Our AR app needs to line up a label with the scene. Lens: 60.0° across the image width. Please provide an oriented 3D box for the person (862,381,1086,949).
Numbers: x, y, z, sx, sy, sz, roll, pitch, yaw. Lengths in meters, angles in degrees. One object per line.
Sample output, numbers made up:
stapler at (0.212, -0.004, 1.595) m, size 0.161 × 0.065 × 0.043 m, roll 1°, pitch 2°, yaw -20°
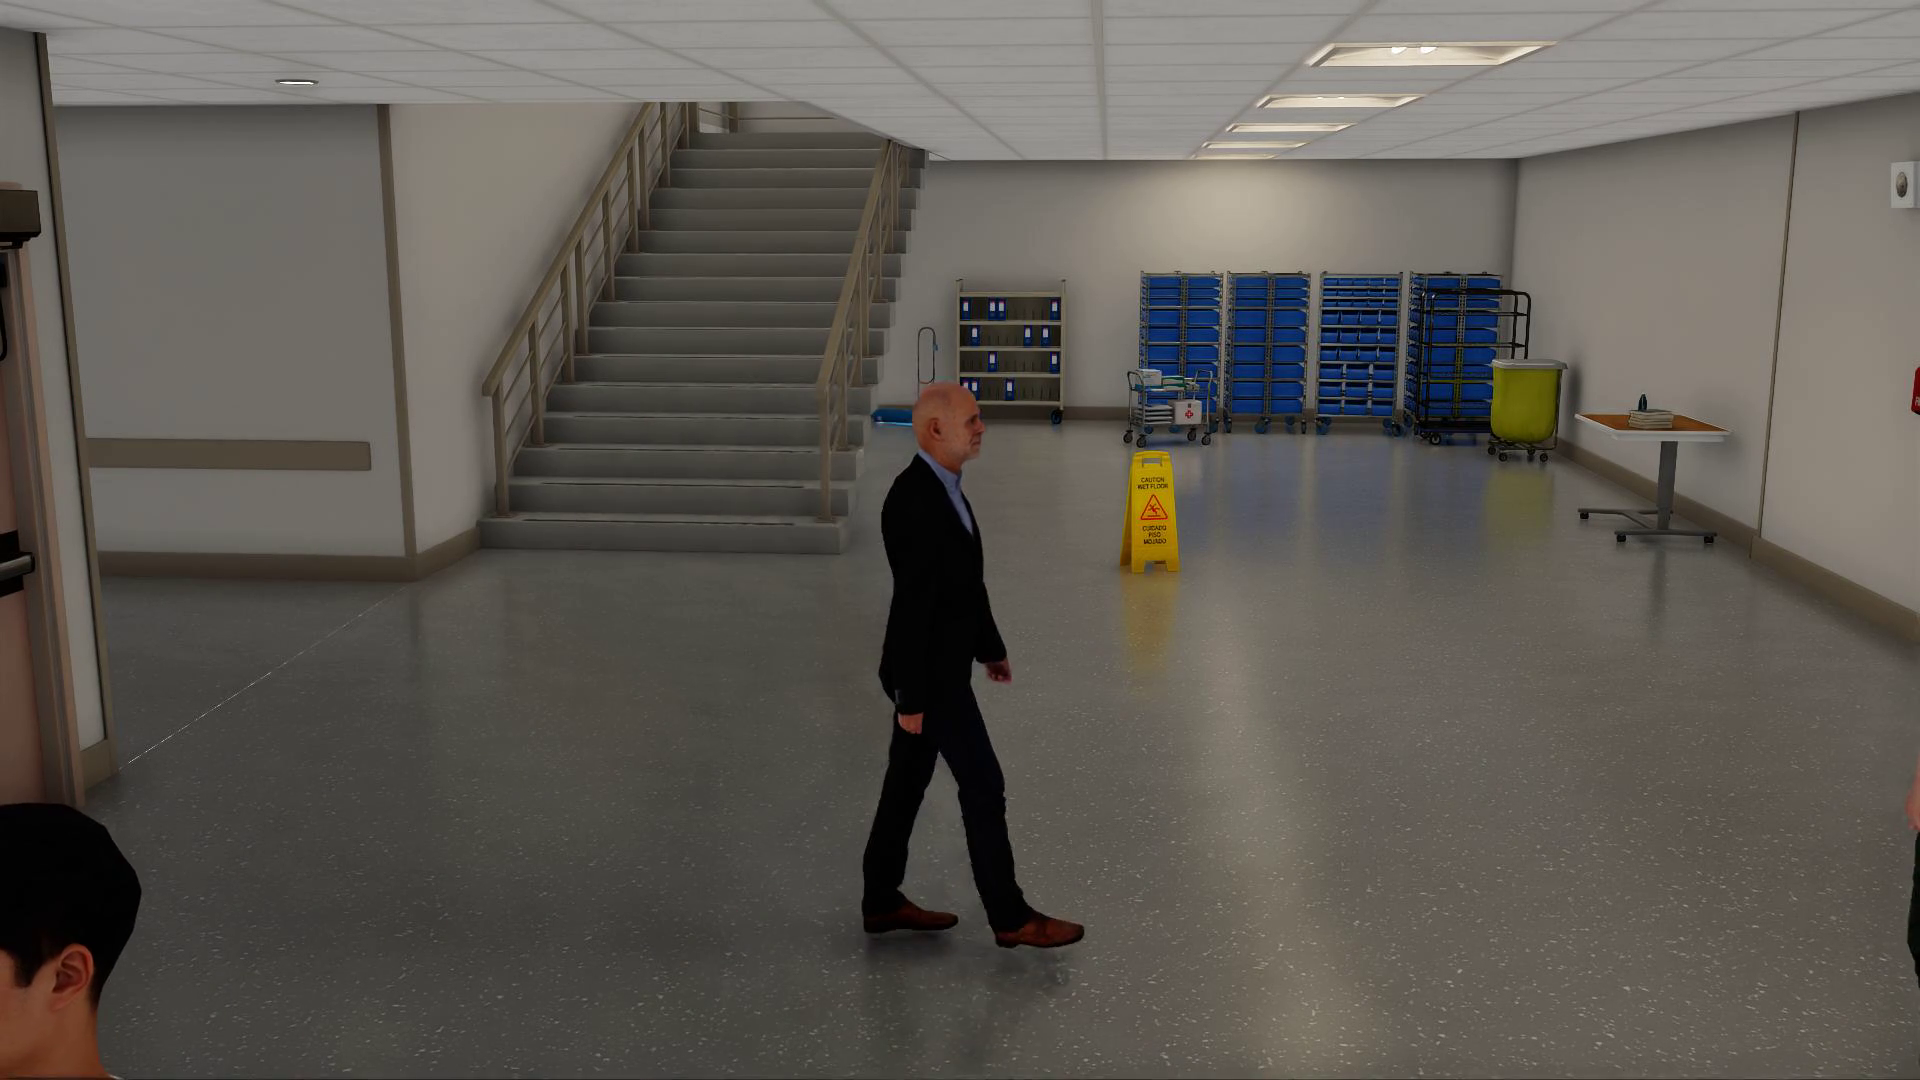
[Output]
person at (-0.169, 0.408, 5.200) m, size 0.757 × 1.775 × 0.868 m, roll 0°, pitch 11°, yaw 2°
